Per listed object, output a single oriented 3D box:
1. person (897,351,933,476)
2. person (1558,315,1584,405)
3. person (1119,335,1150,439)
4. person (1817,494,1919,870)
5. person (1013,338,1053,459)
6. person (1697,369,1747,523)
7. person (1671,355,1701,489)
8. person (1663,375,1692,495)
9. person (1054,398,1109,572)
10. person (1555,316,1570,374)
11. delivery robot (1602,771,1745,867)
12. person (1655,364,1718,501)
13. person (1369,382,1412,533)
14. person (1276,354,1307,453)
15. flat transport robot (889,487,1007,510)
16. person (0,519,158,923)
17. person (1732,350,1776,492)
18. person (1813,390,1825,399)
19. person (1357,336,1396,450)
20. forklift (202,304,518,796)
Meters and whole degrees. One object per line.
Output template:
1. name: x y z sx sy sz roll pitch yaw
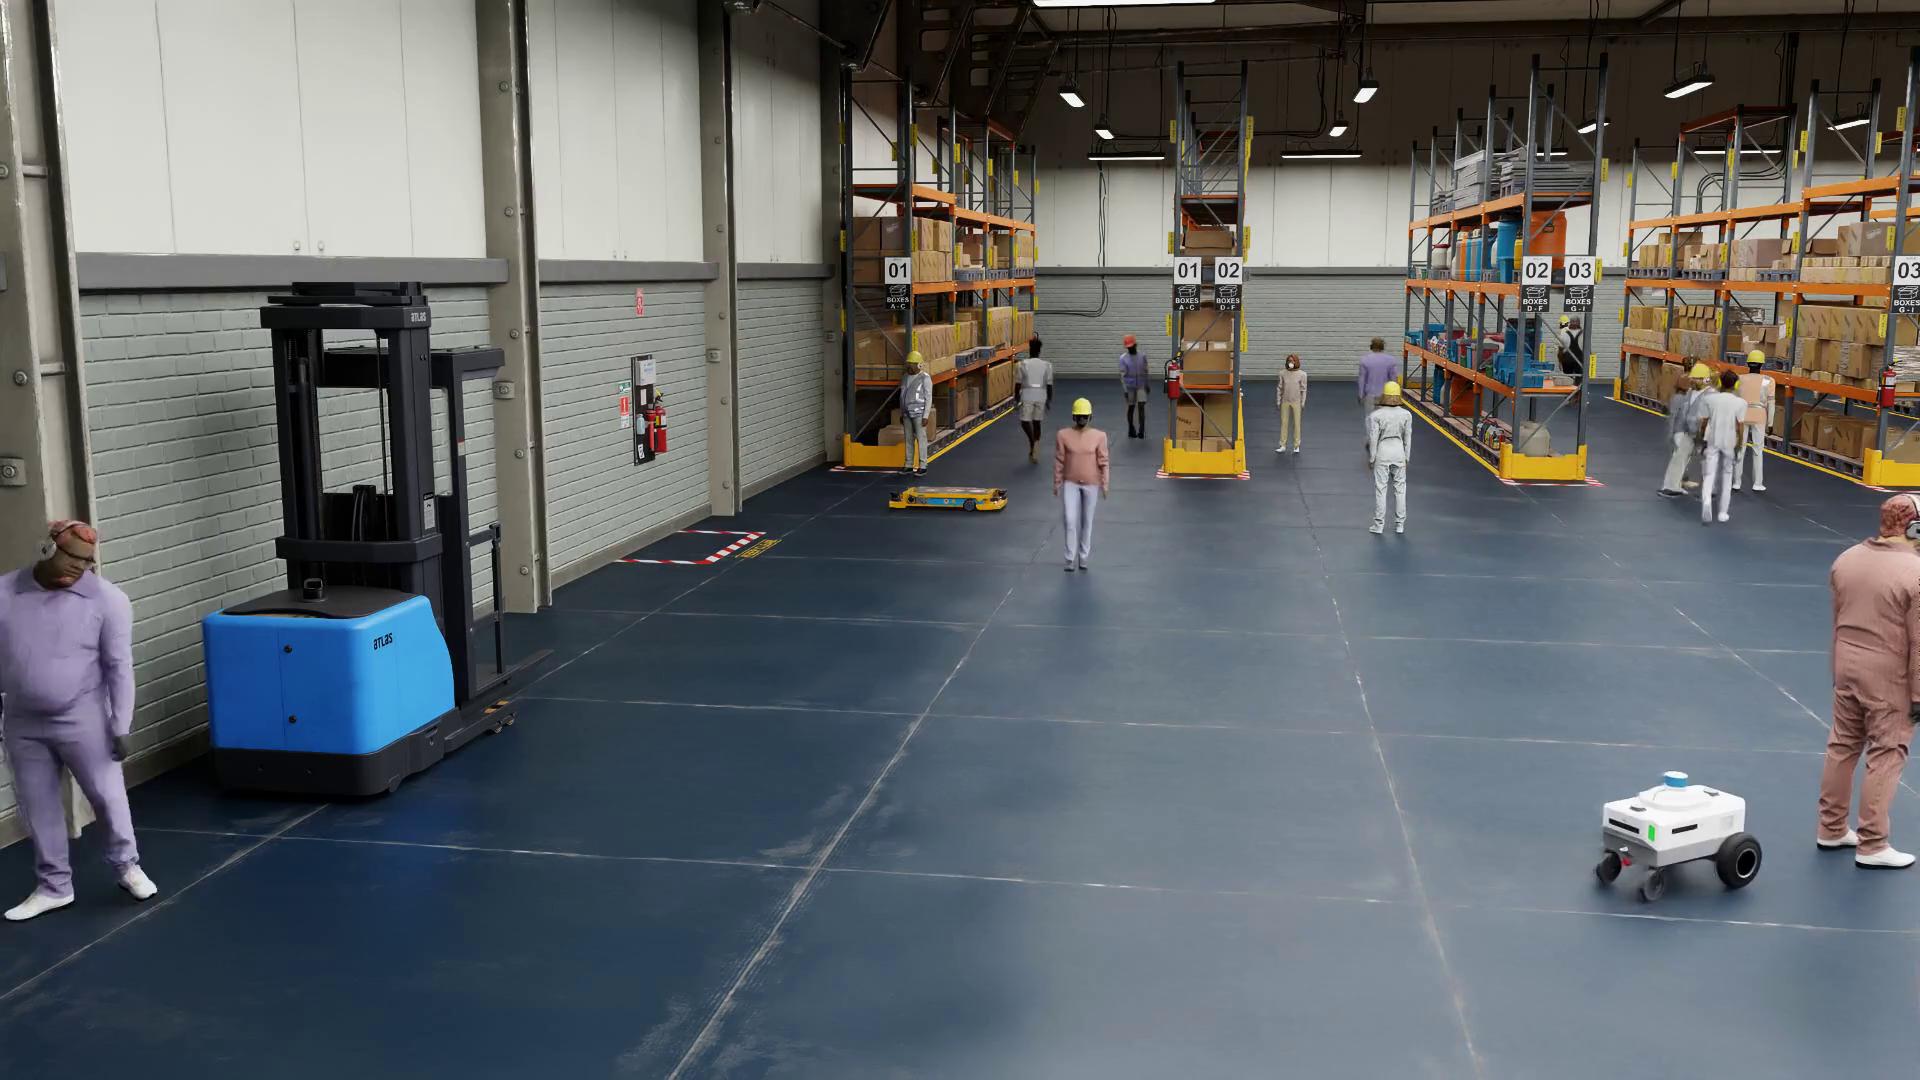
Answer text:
1. person: -0.680 -1.865 24.496 0.590 1.837 0.404 8 12 41
2. person: 13.758 -4.022 37.302 0.699 2.000 0.605 4 10 22
3. person: 3.157 -2.737 29.771 0.625 1.865 0.935 -1 9 -8
4. person: 4.710 0.707 8.484 0.395 1.893 0.633 -2 10 -14
5. person: 1.183 -2.250 26.548 0.625 1.943 0.732 -2 10 -15
6. person: 9.090 -1.119 19.893 0.513 1.850 0.815 6 11 31
7. person: 10.127 -1.655 23.173 0.345 1.846 0.506 1 9 5
8. person: 9.759 -1.414 22.391 0.509 1.609 0.559 -8 12 -42
9. person: 1.211 -0.535 16.580 0.552 1.729 0.826 0 9 3
10. person: 15.802 -4.959 43.590 0.404 1.833 0.587 6 11 34
11. delivery robot: 3.522 1.389 8.213 0.707 0.478 0.477 -5 10 -27
12. person: 9.547 -1.394 21.711 0.839 1.790 0.617 -2 9 -13
13. person: 4.938 -0.949 19.136 0.485 1.744 0.295 0 9 -2
14. person: 5.500 -2.271 27.626 0.499 1.633 0.285 4 10 25
15. flat transport robot: -0.145 -0.540 21.271 1.431 0.197 0.652 1 9 9
16. person: -4.188 0.833 7.764 0.732 1.877 0.440 -1 9 -5
17. person: 10.828 -1.631 22.768 0.586 1.928 0.369 6 11 35
18. person: 20.210 -4.211 39.017 0.648 1.821 0.443 6 11 35
19. person: 6.978 -2.451 27.854 0.641 1.922 0.712 0 9 2
20. forklift: -3.673 -0.038 10.147 1.129 2.768 1.873 1 9 9
